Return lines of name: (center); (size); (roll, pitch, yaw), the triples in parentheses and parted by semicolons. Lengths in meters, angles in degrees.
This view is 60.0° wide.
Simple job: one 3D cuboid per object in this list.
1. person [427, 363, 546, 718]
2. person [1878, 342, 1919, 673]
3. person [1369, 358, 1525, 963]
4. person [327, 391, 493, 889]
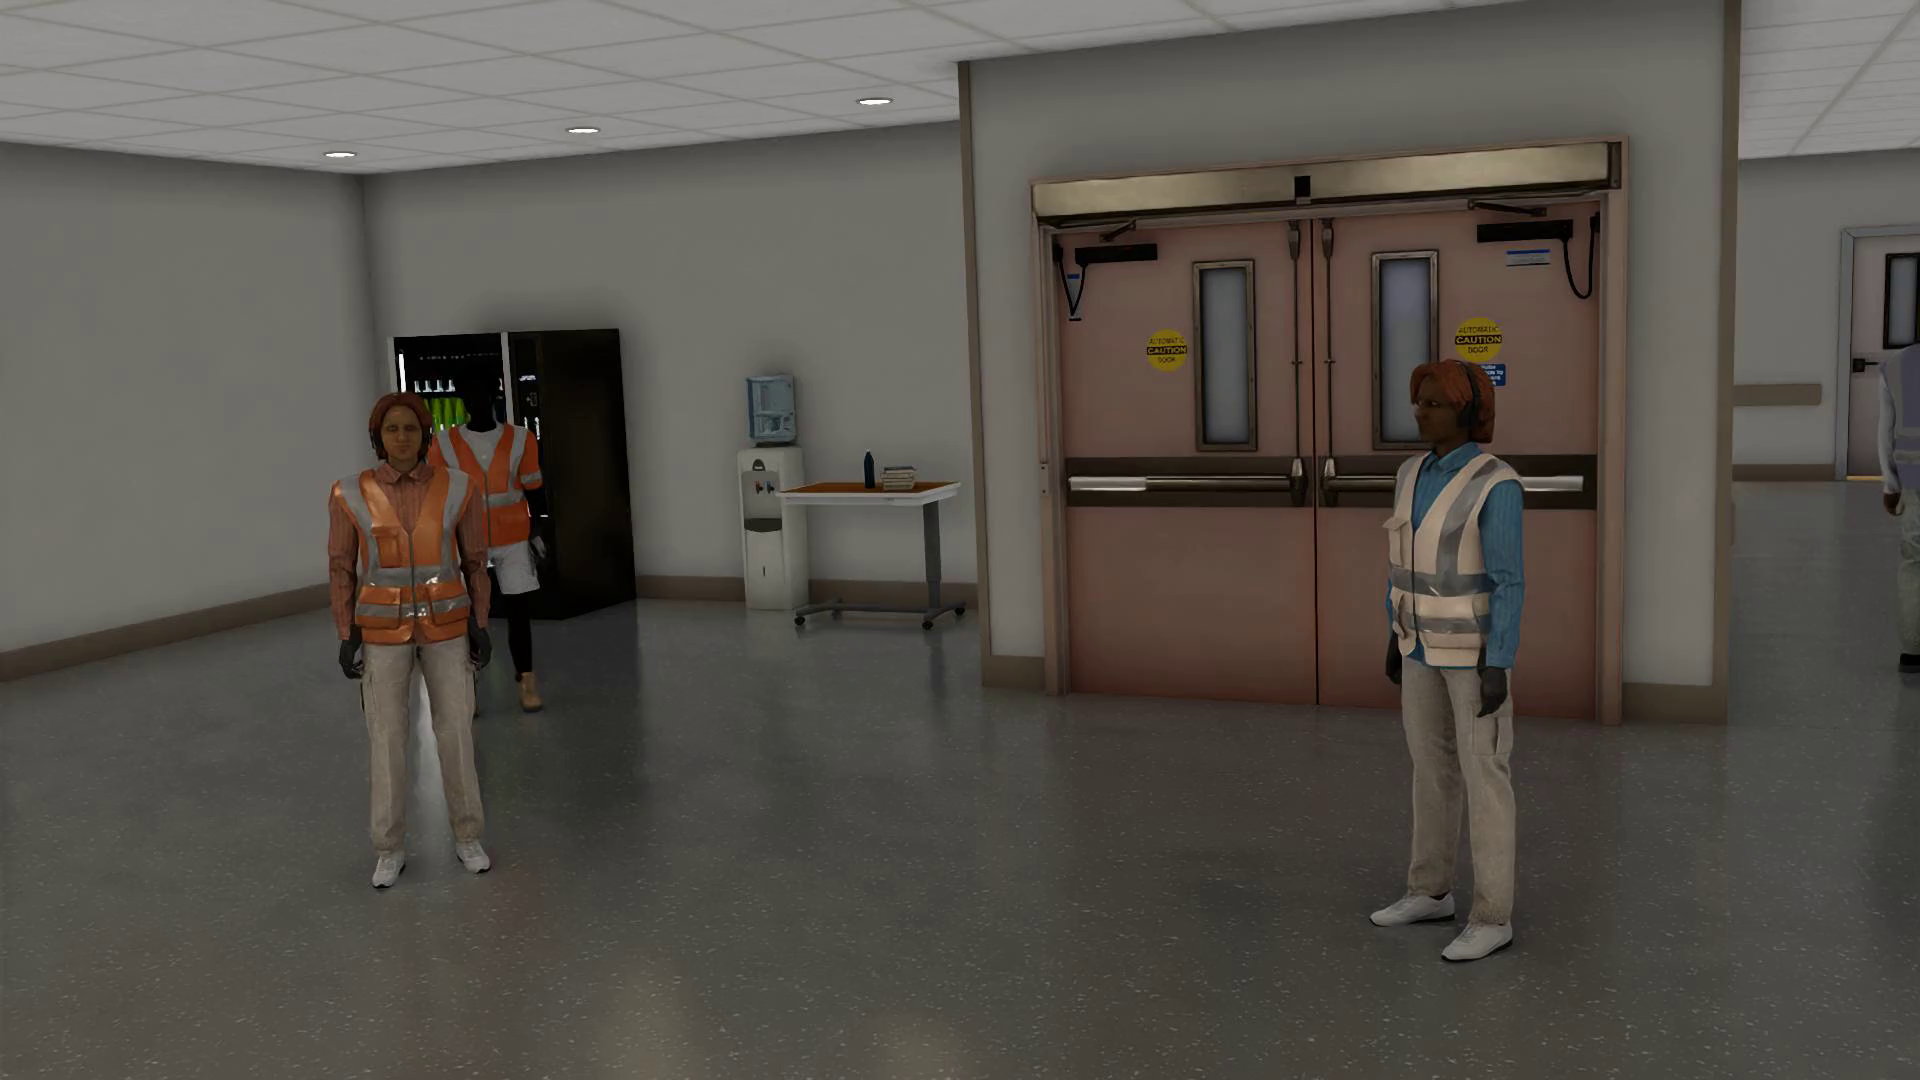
person: (-2.259, 0.004, 7.968); (0.540, 1.695, 0.318); (-5, 8, -18)
person: (4.495, -0.282, 7.562); (0.403, 1.833, 0.593); (-6, 8, -28)
person: (1.361, 0.321, 4.603); (0.308, 1.644, 0.514); (-5, 8, -22)
person: (-1.827, 0.323, 5.577); (0.514, 1.644, 0.307); (-5, 8, -21)
